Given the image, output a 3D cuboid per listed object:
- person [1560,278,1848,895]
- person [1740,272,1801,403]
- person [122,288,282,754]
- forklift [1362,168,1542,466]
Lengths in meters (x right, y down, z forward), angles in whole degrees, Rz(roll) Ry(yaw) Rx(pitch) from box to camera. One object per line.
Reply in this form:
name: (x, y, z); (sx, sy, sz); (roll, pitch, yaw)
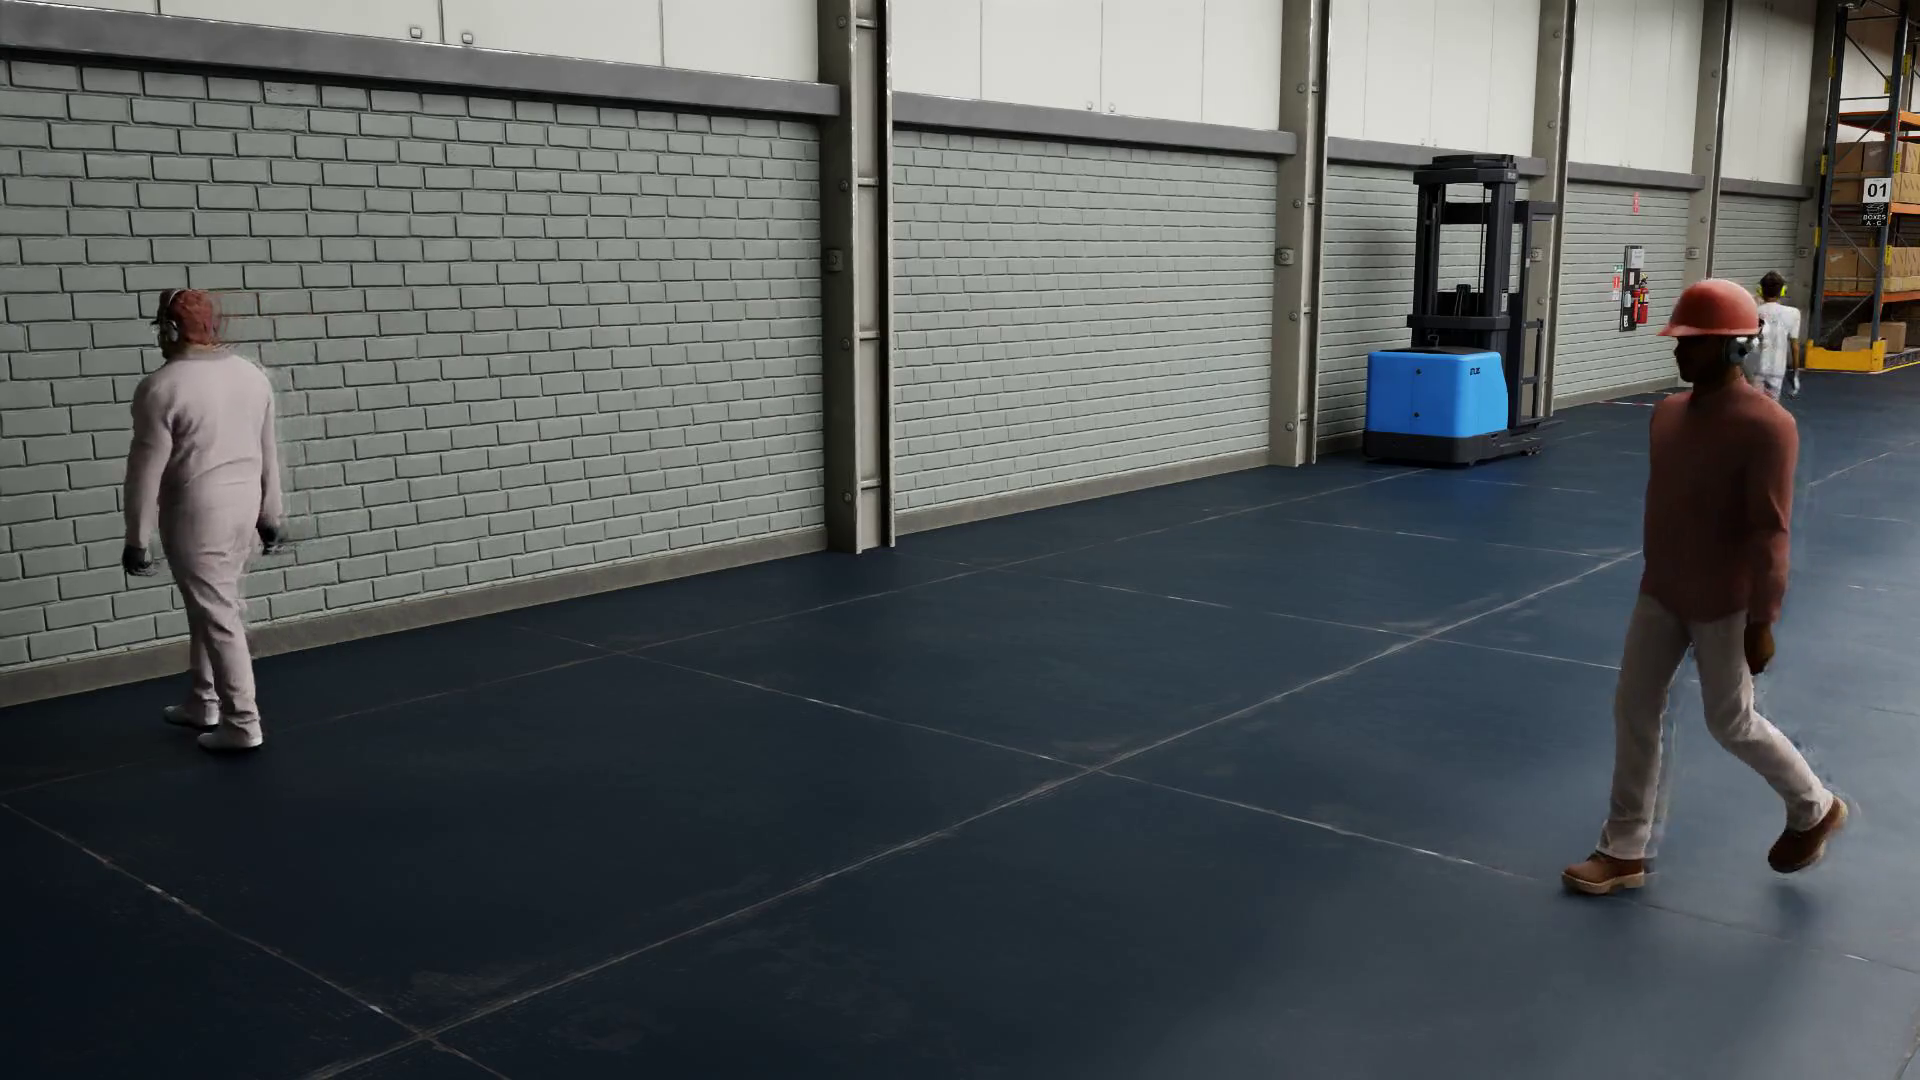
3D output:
person: (2.428, 0.158, 5.286); (0.895, 1.968, 0.622); (-3, 10, -15)
person: (7.293, -1.506, 15.122); (0.558, 1.829, 0.914); (3, 10, 16)
person: (-3.196, -0.074, 6.813); (0.785, 1.881, 0.673); (3, 10, 17)
forklift: (4.875, -2.212, 16.287); (1.129, 2.768, 1.873); (8, 13, 40)
